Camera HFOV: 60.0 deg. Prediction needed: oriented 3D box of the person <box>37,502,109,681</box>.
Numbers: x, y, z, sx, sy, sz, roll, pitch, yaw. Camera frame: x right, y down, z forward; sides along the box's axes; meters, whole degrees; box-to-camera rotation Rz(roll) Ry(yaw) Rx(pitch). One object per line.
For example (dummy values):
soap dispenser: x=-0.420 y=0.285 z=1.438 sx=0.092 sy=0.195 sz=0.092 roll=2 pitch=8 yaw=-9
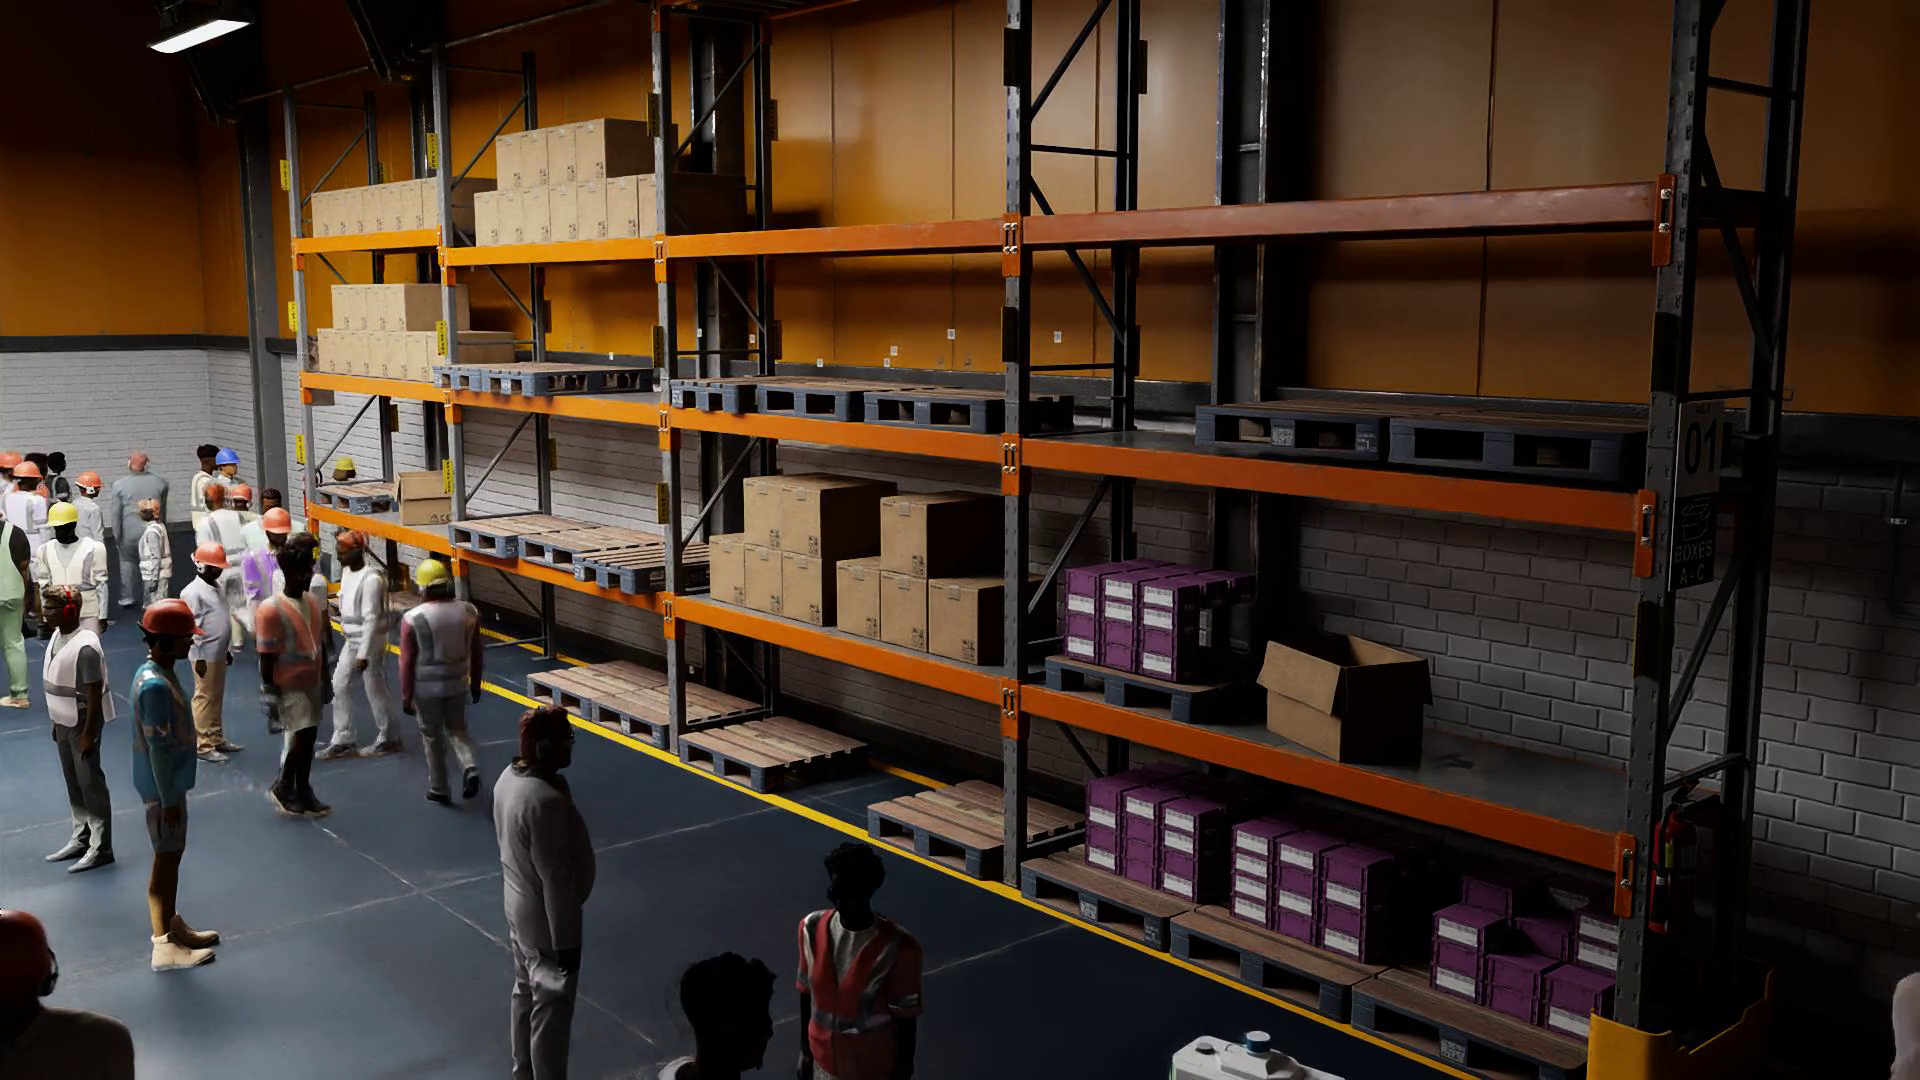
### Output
person: x=-7.699 y=0.620 z=14.463 sx=0.583 sy=1.921 sz=0.394 roll=-1 pitch=8 yaw=-4

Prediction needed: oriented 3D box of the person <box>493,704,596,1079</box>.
person: x=-1.796 y=1.654 z=7.310 sx=0.407 sy=1.906 sz=0.655 roll=-5 pitch=10 yaw=-31

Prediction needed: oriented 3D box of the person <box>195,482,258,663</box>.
person: x=-7.272 y=0.346 z=16.583 sx=0.655 sy=1.866 sz=0.584 roll=4 pitch=9 yaw=24

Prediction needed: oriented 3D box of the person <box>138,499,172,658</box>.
person: x=-8.229 y=0.387 z=17.038 sx=0.309 sy=1.638 sz=0.523 roll=-3 pitch=9 yaw=-20

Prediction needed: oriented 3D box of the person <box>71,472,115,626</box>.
person: x=-9.745 y=0.101 z=18.684 sx=0.557 sy=1.744 sz=0.347 roll=6 pitch=10 yaw=36

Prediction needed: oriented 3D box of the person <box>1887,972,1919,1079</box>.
person: x=3.076 y=1.969 z=5.169 sx=0.683 sy=1.898 sz=0.470 roll=-3 pitch=9 yaw=-19

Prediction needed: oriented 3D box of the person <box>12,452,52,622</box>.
person: x=-10.482 y=-0.028 z=18.871 sx=0.642 sy=1.944 sz=0.431 roll=4 pitch=9 yaw=27

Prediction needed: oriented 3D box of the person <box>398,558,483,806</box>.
person: x=-3.706 y=1.035 z=11.909 sx=0.612 sy=1.814 sz=0.486 roll=-8 pitch=11 yaw=-43

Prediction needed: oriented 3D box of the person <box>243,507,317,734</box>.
person: x=-5.731 y=0.678 z=14.055 sx=0.548 sy=1.925 sz=0.392 roll=-7 pitch=11 yaw=-41

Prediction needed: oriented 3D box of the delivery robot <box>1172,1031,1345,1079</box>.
delivery robot: x=1.253 y=2.321 z=7.024 sx=0.707 sy=0.478 sz=0.477 roll=7 pitch=11 yaw=38

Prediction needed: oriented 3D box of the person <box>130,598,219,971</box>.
person: x=-4.319 y=1.329 z=9.143 sx=0.404 sy=2.035 sz=0.606 roll=-3 pitch=9 yaw=-22

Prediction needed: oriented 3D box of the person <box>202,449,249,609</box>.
person: x=-8.442 y=-0.082 z=19.226 sx=0.376 sy=1.950 sz=0.613 roll=4 pitch=9 yaw=23

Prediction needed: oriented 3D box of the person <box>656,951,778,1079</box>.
person: x=-0.731 y=2.051 z=4.443 sx=0.686 sy=1.942 sz=0.606 roll=-4 pitch=9 yaw=-24

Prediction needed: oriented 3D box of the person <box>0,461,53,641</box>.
person: x=-10.005 y=0.120 z=17.896 sx=0.547 sy=1.930 sz=0.382 roll=2 pitch=8 yaw=12

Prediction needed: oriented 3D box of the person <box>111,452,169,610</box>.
person: x=-9.731 y=-0.110 z=19.700 sx=0.651 sy=1.871 sz=0.802 roll=-7 pitch=10 yaw=-38

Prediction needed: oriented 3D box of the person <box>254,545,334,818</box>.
person: x=-4.632 y=0.999 z=11.681 sx=0.419 sy=1.954 sz=0.632 roll=2 pitch=8 yaw=14

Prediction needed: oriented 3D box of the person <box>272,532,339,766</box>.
person: x=-5.186 y=0.846 z=13.175 sx=0.535 sy=1.832 sz=0.675 roll=3 pitch=9 yaw=22

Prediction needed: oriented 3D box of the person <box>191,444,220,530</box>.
person: x=-8.906 y=-0.163 z=19.734 sx=0.362 sy=1.963 sz=0.614 roll=-5 pitch=10 yaw=-31

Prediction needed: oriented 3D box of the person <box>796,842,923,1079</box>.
person: x=-0.375 y=1.929 z=6.163 sx=0.529 sy=1.689 sz=0.322 roll=5 pitch=9 yaw=29

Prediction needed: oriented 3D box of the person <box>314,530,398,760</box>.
person: x=-4.798 y=0.844 z=13.101 sx=0.783 sy=1.856 sz=0.598 roll=-8 pitch=11 yaw=-43

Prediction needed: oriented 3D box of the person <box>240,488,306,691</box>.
person: x=-6.419 y=0.457 z=15.622 sx=0.590 sy=1.912 sz=0.390 roll=-3 pitch=9 yaw=-22

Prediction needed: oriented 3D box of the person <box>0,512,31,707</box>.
person: x=-8.620 y=0.519 z=14.737 sx=0.535 sy=2.000 sz=0.681 roll=4 pitch=9 yaw=27

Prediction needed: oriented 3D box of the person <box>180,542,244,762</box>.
person: x=-5.944 y=0.882 z=13.239 sx=0.338 sy=1.742 sz=0.563 roll=0 pitch=8 yaw=-2

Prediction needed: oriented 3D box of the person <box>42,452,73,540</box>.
person: x=-11.700 y=-0.299 z=21.610 sx=0.529 sy=1.697 sz=0.321 roll=7 pitch=11 yaw=39

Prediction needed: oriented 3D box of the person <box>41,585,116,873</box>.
person: x=-5.676 y=1.195 z=10.713 sx=0.565 sy=1.846 sz=0.390 roll=7 pitch=11 yaw=41

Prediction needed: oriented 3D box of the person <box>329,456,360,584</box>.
person: x=-7.563 y=-0.162 z=20.503 sx=0.320 sy=1.742 sz=0.492 roll=2 pitch=8 yaw=14

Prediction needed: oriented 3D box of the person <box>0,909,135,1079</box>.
person: x=-2.634 y=1.991 z=4.712 sx=0.615 sy=1.984 sz=0.408 roll=-3 pitch=9 yaw=-21
